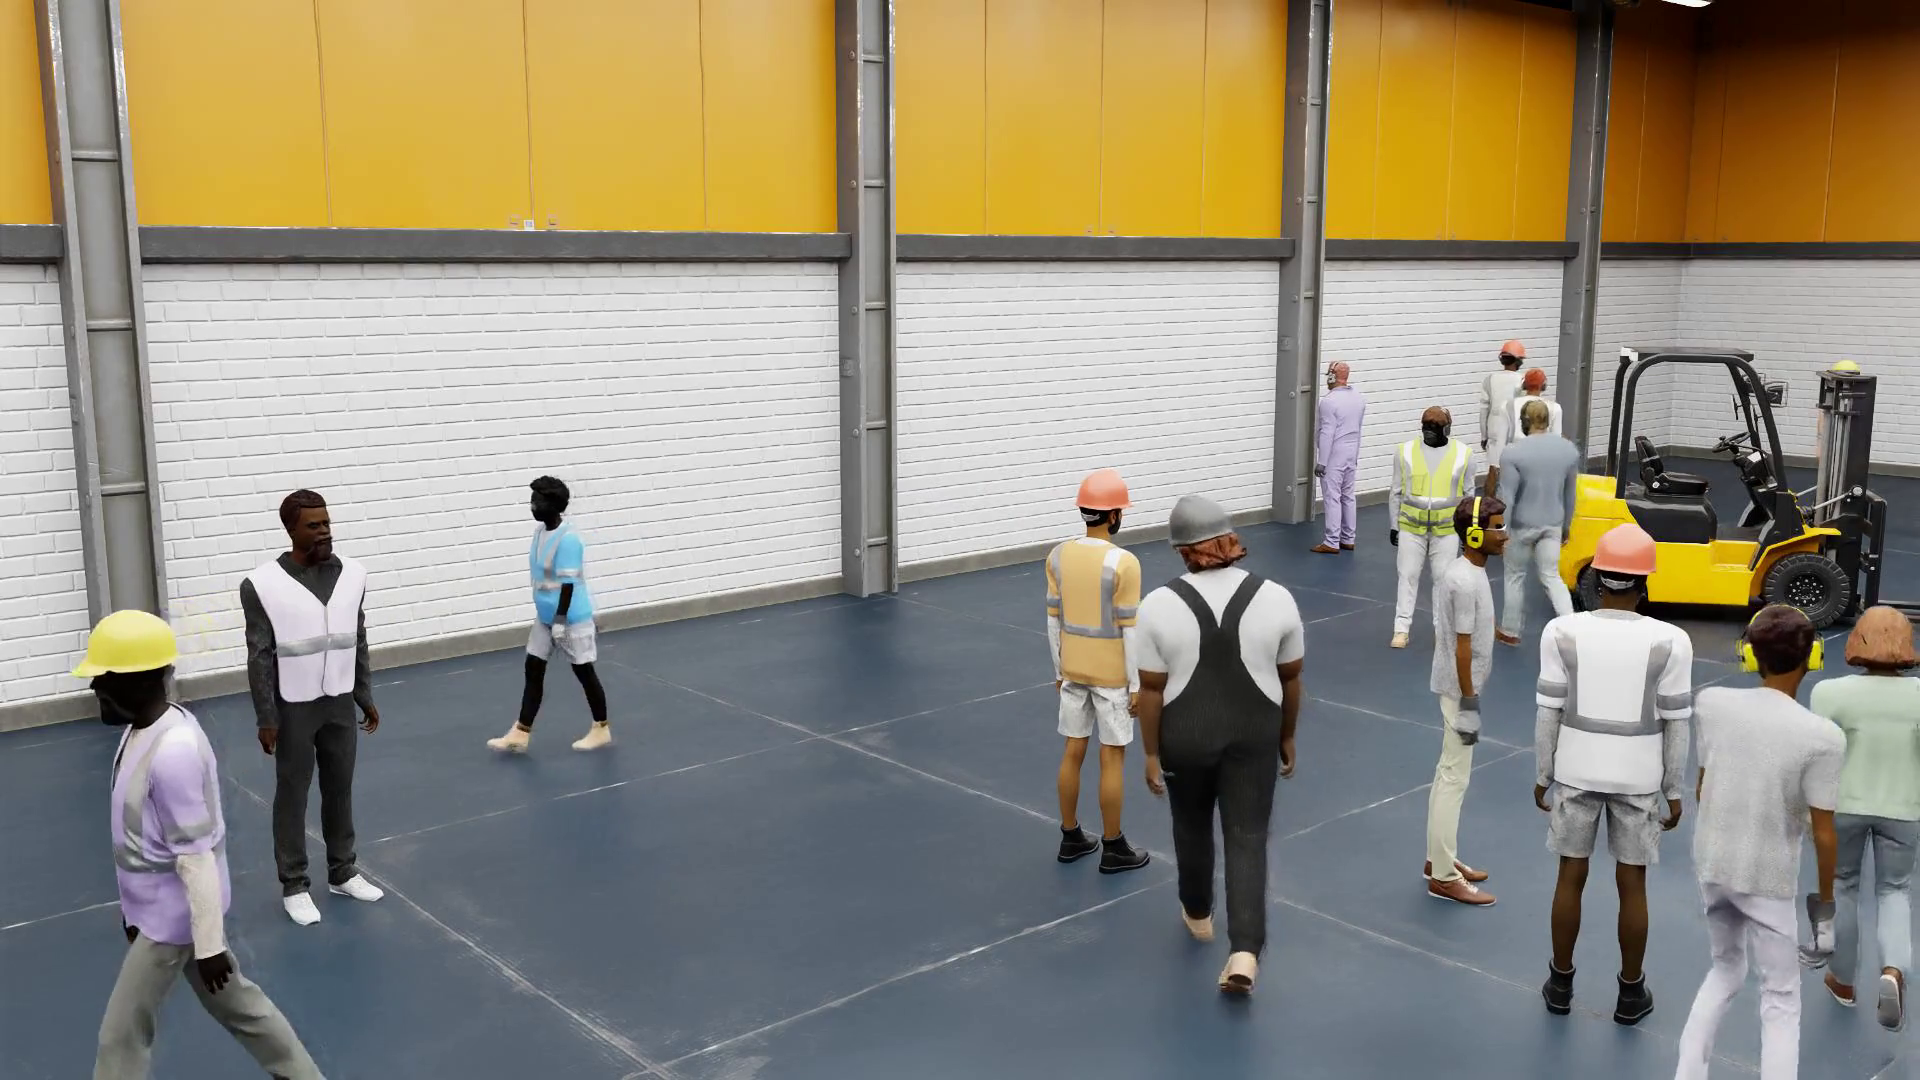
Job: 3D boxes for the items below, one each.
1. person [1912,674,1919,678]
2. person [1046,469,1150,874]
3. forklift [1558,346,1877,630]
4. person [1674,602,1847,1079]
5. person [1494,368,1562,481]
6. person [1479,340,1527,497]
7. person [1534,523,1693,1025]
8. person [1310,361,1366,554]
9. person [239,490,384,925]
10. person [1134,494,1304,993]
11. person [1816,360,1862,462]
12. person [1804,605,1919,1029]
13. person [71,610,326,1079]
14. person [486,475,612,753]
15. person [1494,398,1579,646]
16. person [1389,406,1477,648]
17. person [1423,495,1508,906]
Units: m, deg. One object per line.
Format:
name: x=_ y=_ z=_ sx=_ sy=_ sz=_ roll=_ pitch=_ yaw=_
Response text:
person: x=6.575 y=0.090 z=11.109 sx=0.364 sy=1.939 sz=0.542 roll=9 pitch=13 yaw=42
person: x=0.669 y=0.627 z=7.972 sx=0.542 sy=1.938 sz=0.358 roll=9 pitch=13 yaw=41
forklift: x=6.109 y=-0.478 z=13.691 sx=2.313 sy=2.155 sz=1.214 roll=3 pitch=10 yaw=16
person: x=2.578 y=1.122 z=5.374 sx=0.413 sy=1.835 sz=0.545 roll=-7 pitch=12 yaw=-36
person: x=5.509 y=-0.734 z=16.127 sx=0.612 sy=1.871 sz=0.413 roll=5 pitch=11 yaw=26
person: x=5.947 y=-1.145 z=18.042 sx=0.396 sy=2.038 sz=0.614 roll=-10 pitch=14 yaw=-44
person: x=2.496 y=0.895 z=6.400 sx=0.551 sy=1.936 sz=0.356 roll=4 pitch=11 yaw=24
person: x=3.727 y=-0.818 z=16.522 sx=0.652 sy=1.906 sz=0.403 roll=-9 pitch=13 yaw=-43
person: x=-2.893 y=0.724 z=7.449 sx=0.392 sy=1.922 sz=0.592 roll=7 pitch=12 yaw=34
person: x=1.051 y=0.775 z=6.802 sx=0.691 sy=2.000 sz=1.008 roll=1 pitch=10 yaw=3
person: x=8.627 y=-0.801 z=16.353 sx=0.363 sy=1.930 sz=0.588 roll=0 pitch=10 yaw=2
person: x=3.501 y=1.057 z=6.370 sx=0.511 sy=1.613 sz=0.582 roll=3 pitch=10 yaw=19
person: x=-2.474 y=1.131 z=5.209 sx=1.019 sy=1.876 sz=0.603 roll=-5 pitch=11 yaw=-29
person: x=-2.433 y=0.457 z=9.747 sx=0.798 sy=1.661 sz=0.564 roll=-7 pitch=12 yaw=-37
person: x=4.293 y=-0.083 z=12.277 sx=0.672 sy=1.908 sz=0.864 roll=-2 pitch=10 yaw=-11
person: x=3.518 y=-0.087 z=12.446 sx=0.619 sy=1.840 sz=0.430 roll=3 pitch=10 yaw=18
person: x=2.333 y=0.718 z=7.647 sx=0.335 sy=1.868 sz=0.521 roll=3 pitch=10 yaw=15
